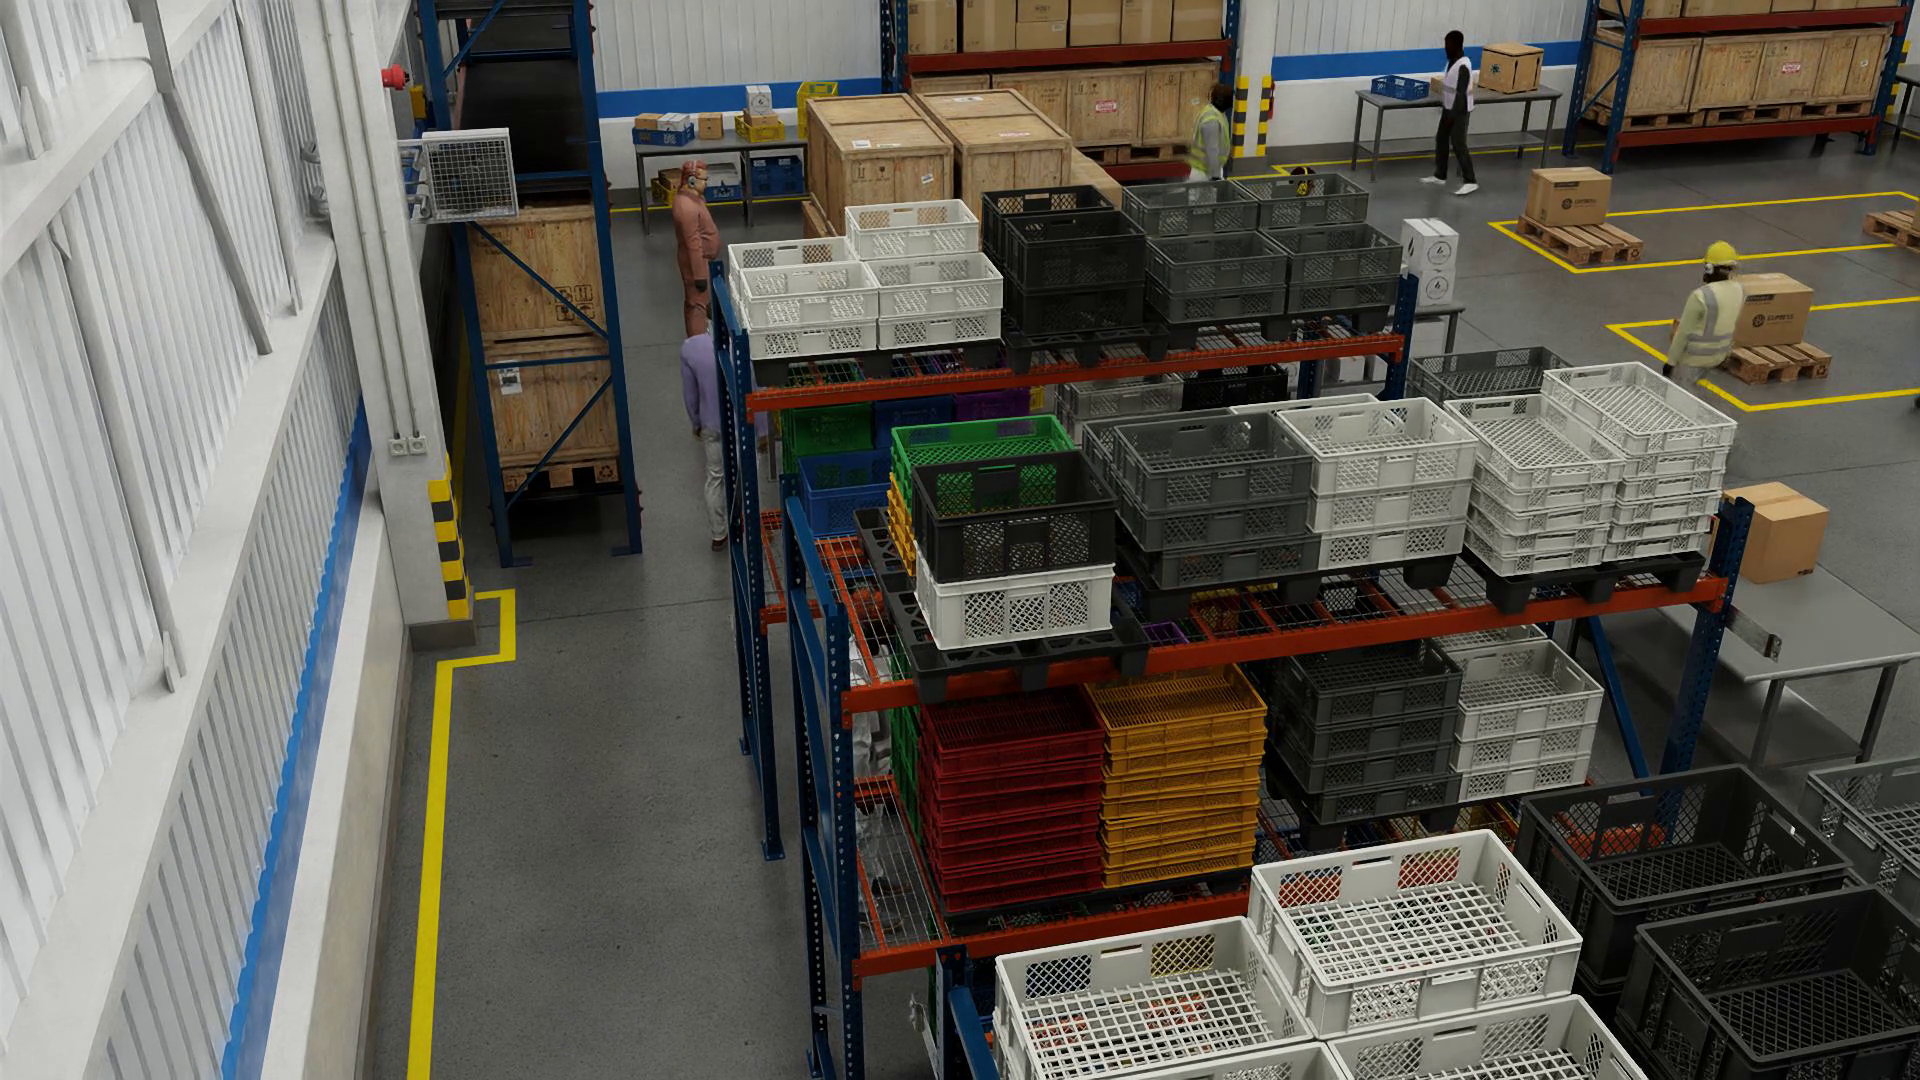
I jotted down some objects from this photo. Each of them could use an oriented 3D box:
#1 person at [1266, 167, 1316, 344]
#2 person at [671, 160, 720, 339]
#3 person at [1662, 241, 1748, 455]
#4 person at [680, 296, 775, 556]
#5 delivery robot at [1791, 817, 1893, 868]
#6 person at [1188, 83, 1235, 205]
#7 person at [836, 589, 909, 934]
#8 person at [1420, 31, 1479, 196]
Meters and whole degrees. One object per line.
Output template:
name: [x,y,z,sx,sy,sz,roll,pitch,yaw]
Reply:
person: [2.968,-2.420,14.914,0.328,1.865,0.519,-6,28,-11]
person: [-2.347,-2.468,14.963,0.407,1.904,0.639,-6,28,-11]
person: [5.898,-1.488,13.223,0.637,1.793,0.769,-14,31,-25]
person: [-1.641,-0.809,11.776,0.629,1.940,0.378,10,29,17]
delivery robot: [4.523,1.697,8.398,0.477,0.478,0.707,-6,28,-12]
person: [2.755,-4.080,18.144,0.974,1.782,0.636,8,29,14]
person: [-0.439,1.078,8.254,0.341,1.883,0.586,3,28,5]
person: [6.026,-5.170,20.113,0.548,1.888,0.817,-1,28,-1]
